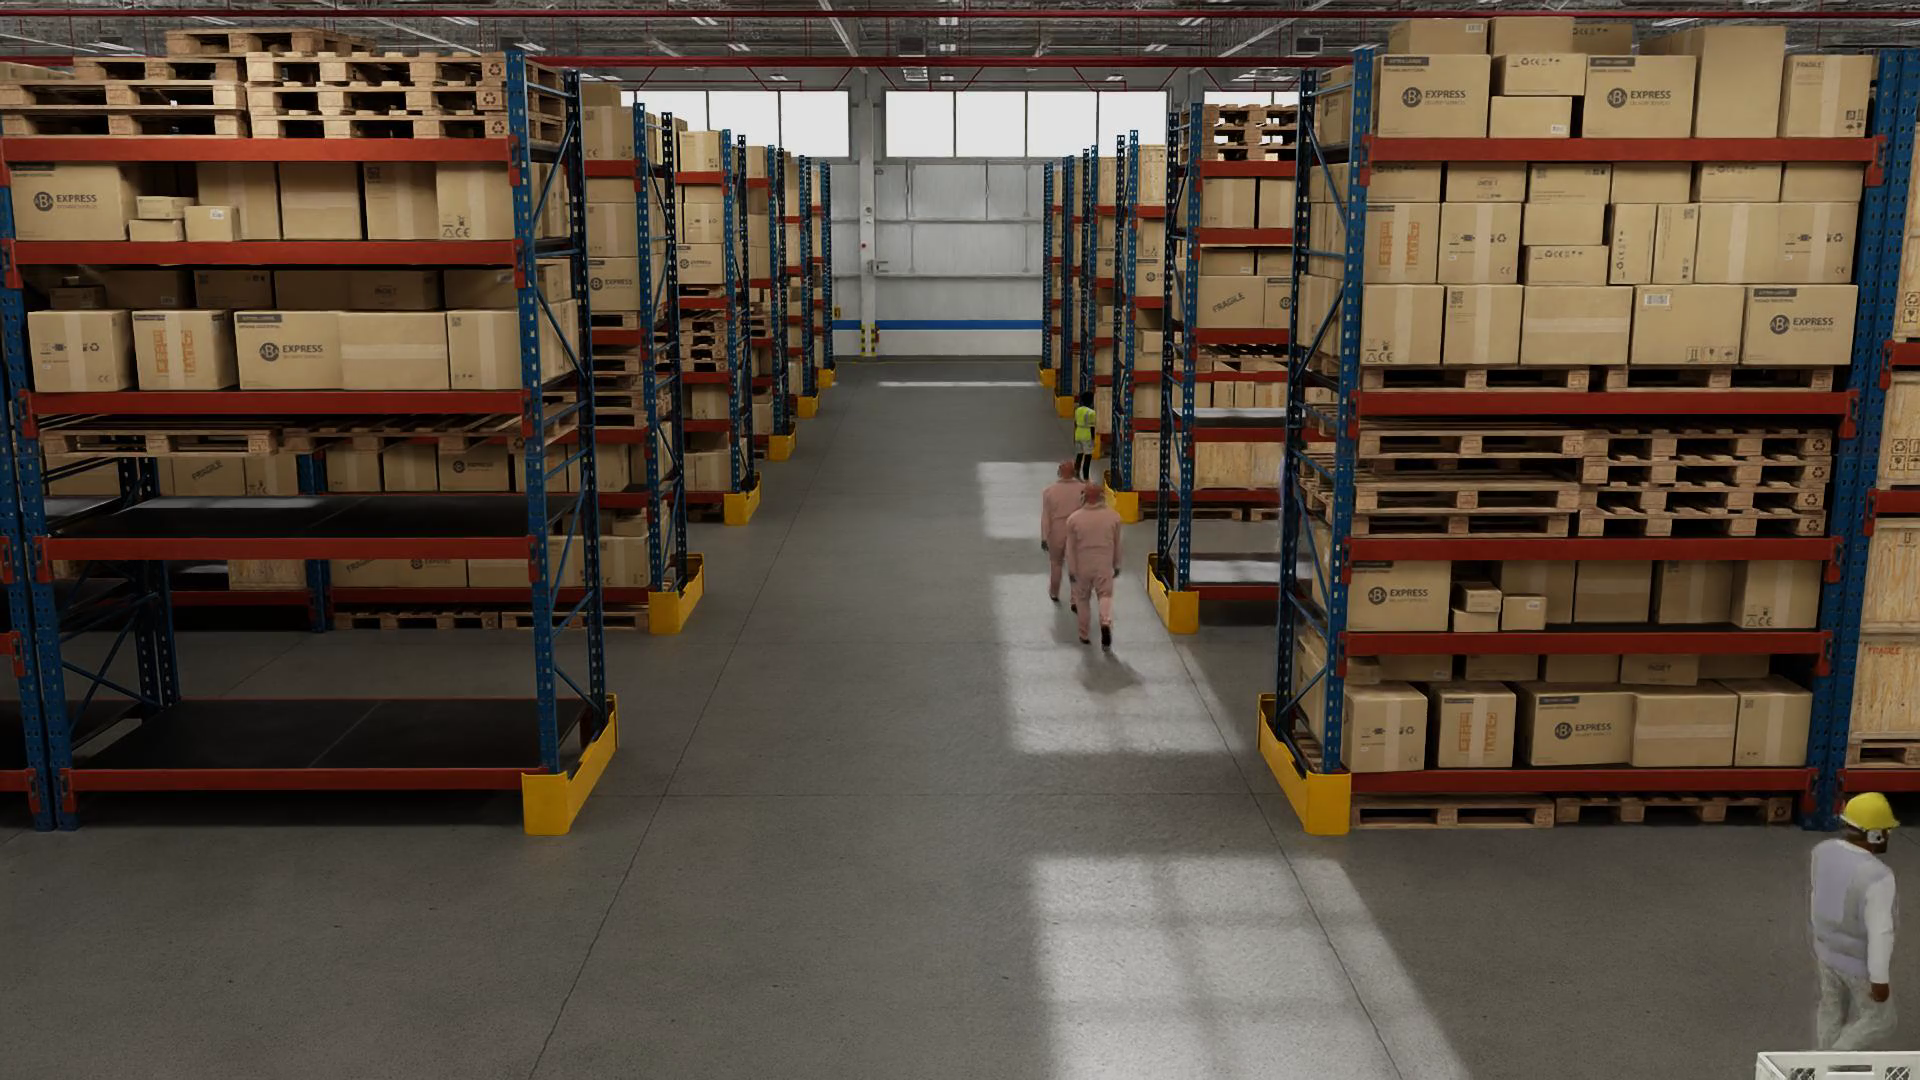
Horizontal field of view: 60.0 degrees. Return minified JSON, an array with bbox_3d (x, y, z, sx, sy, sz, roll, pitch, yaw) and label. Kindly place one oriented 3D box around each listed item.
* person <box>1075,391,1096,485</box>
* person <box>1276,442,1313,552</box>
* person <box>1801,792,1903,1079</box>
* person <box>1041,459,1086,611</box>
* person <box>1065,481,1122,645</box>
[{"bbox_3d":[2.235,-1.806,29.621,0.319,1.691,0.536,-7,13,-30],"label":"person"},{"bbox_3d":[4.545,-0.418,22.162,0.701,1.917,0.661,0,11,-2],"label":"person"},{"bbox_3d":[4.903,2.258,9.133,0.413,1.822,0.614,-2,12,-8],"label":"person"},{"bbox_3d":[1.332,-0.072,20.626,0.666,1.860,1.008,-1,11,-3],"label":"person"},{"bbox_3d":[1.506,0.282,18.756,0.658,1.892,0.621,0,11,-2],"label":"person"}]
